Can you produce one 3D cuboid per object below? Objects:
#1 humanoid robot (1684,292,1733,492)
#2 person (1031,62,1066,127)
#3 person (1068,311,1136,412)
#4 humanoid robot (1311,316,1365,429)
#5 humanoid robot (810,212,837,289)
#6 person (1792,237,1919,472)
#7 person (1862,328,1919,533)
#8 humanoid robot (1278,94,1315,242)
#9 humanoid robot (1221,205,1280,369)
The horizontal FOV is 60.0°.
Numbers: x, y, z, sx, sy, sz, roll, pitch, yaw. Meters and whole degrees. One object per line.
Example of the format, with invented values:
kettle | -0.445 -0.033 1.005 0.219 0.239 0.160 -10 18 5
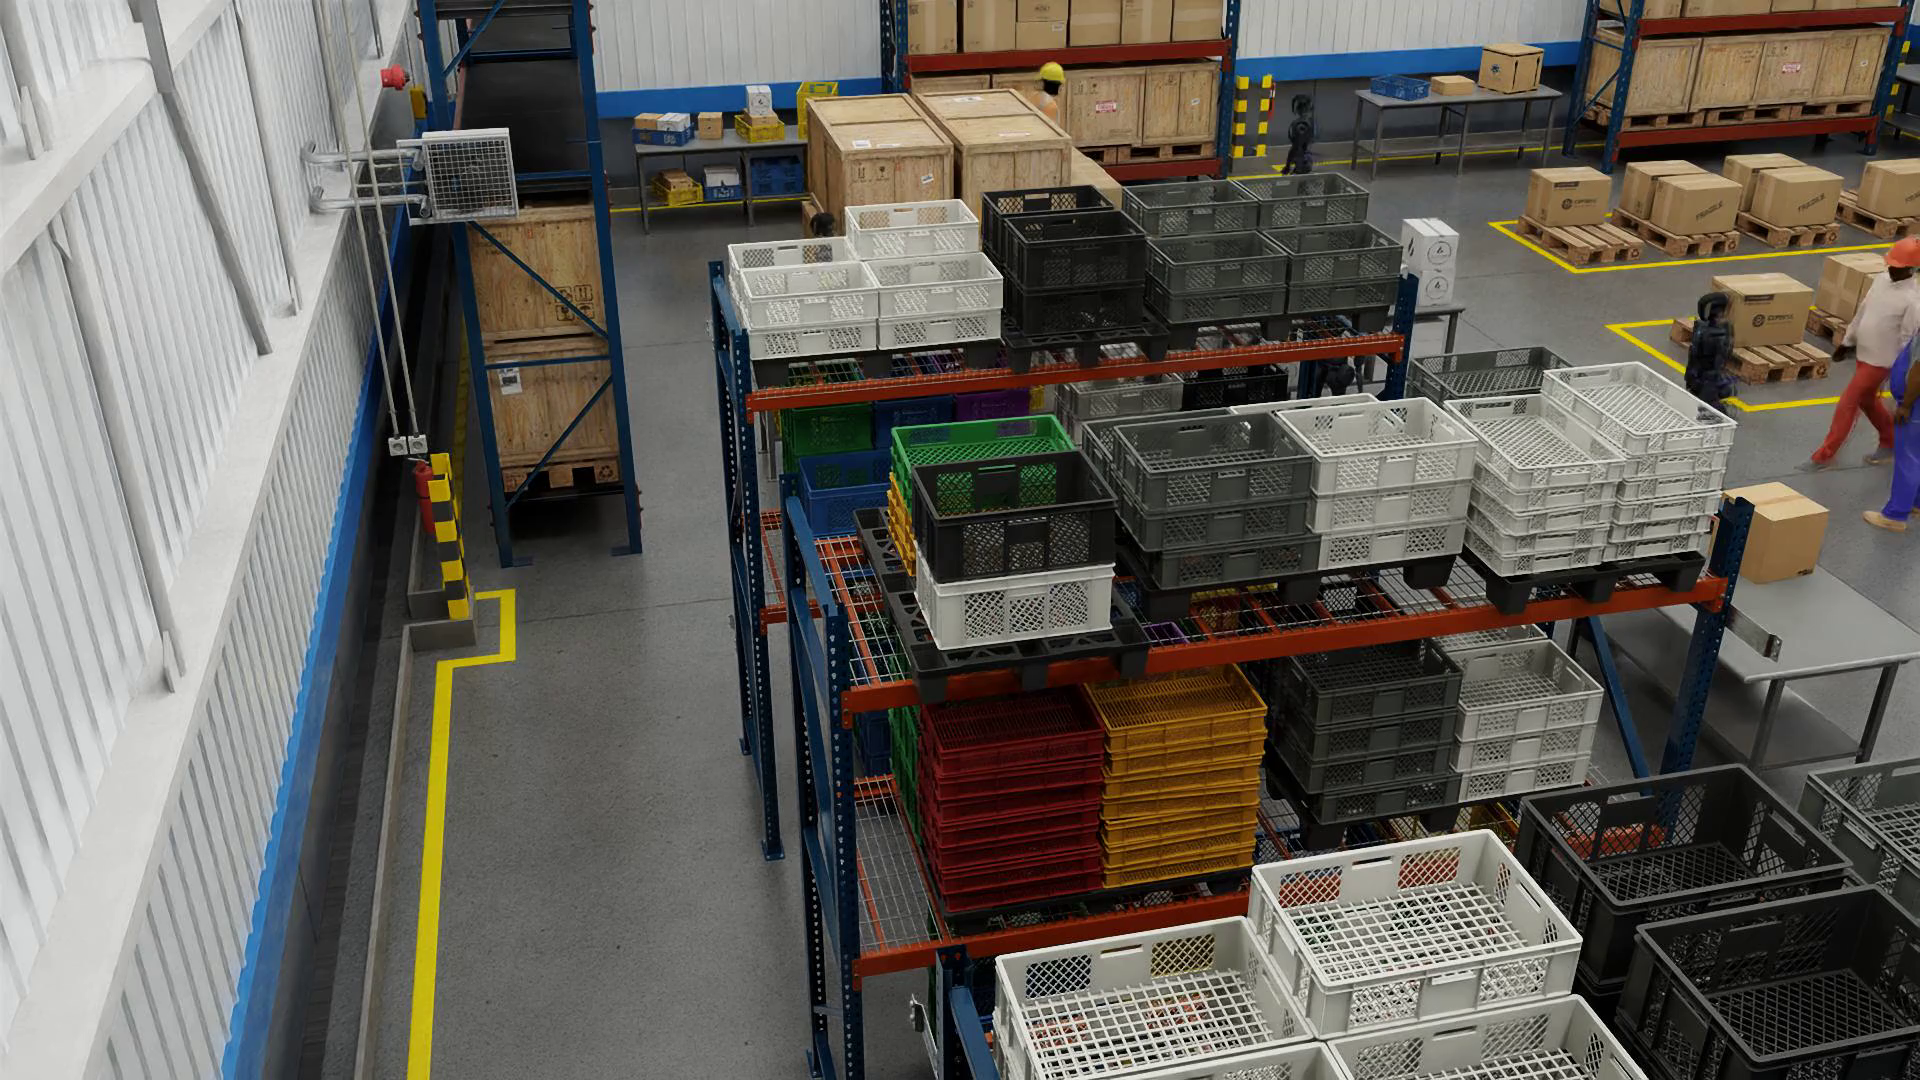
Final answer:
humanoid robot | 5.582 -1.072 12.591 0.704 1.633 0.600 -3 28 -6
person | 0.954 -4.390 18.646 0.618 1.932 0.587 -5 28 -9
person | 1.099 -1.391 12.955 0.574 1.881 0.355 16 32 28
humanoid robot | 2.960 -1.426 13.227 0.310 1.657 0.609 -21 34 -34
humanoid robot | -1.078 -2.053 14.442 0.504 1.637 0.671 7 28 12
person | 7.186 -1.438 12.994 0.925 1.957 0.621 2 28 3
person | 7.086 -1.071 12.180 0.685 2.000 0.537 -16 32 -28
humanoid robot | 3.643 -4.055 18.241 0.655 1.638 0.630 6 28 11
humanoid robot | 2.543 -2.210 14.750 0.651 1.634 0.359 -11 30 -20
